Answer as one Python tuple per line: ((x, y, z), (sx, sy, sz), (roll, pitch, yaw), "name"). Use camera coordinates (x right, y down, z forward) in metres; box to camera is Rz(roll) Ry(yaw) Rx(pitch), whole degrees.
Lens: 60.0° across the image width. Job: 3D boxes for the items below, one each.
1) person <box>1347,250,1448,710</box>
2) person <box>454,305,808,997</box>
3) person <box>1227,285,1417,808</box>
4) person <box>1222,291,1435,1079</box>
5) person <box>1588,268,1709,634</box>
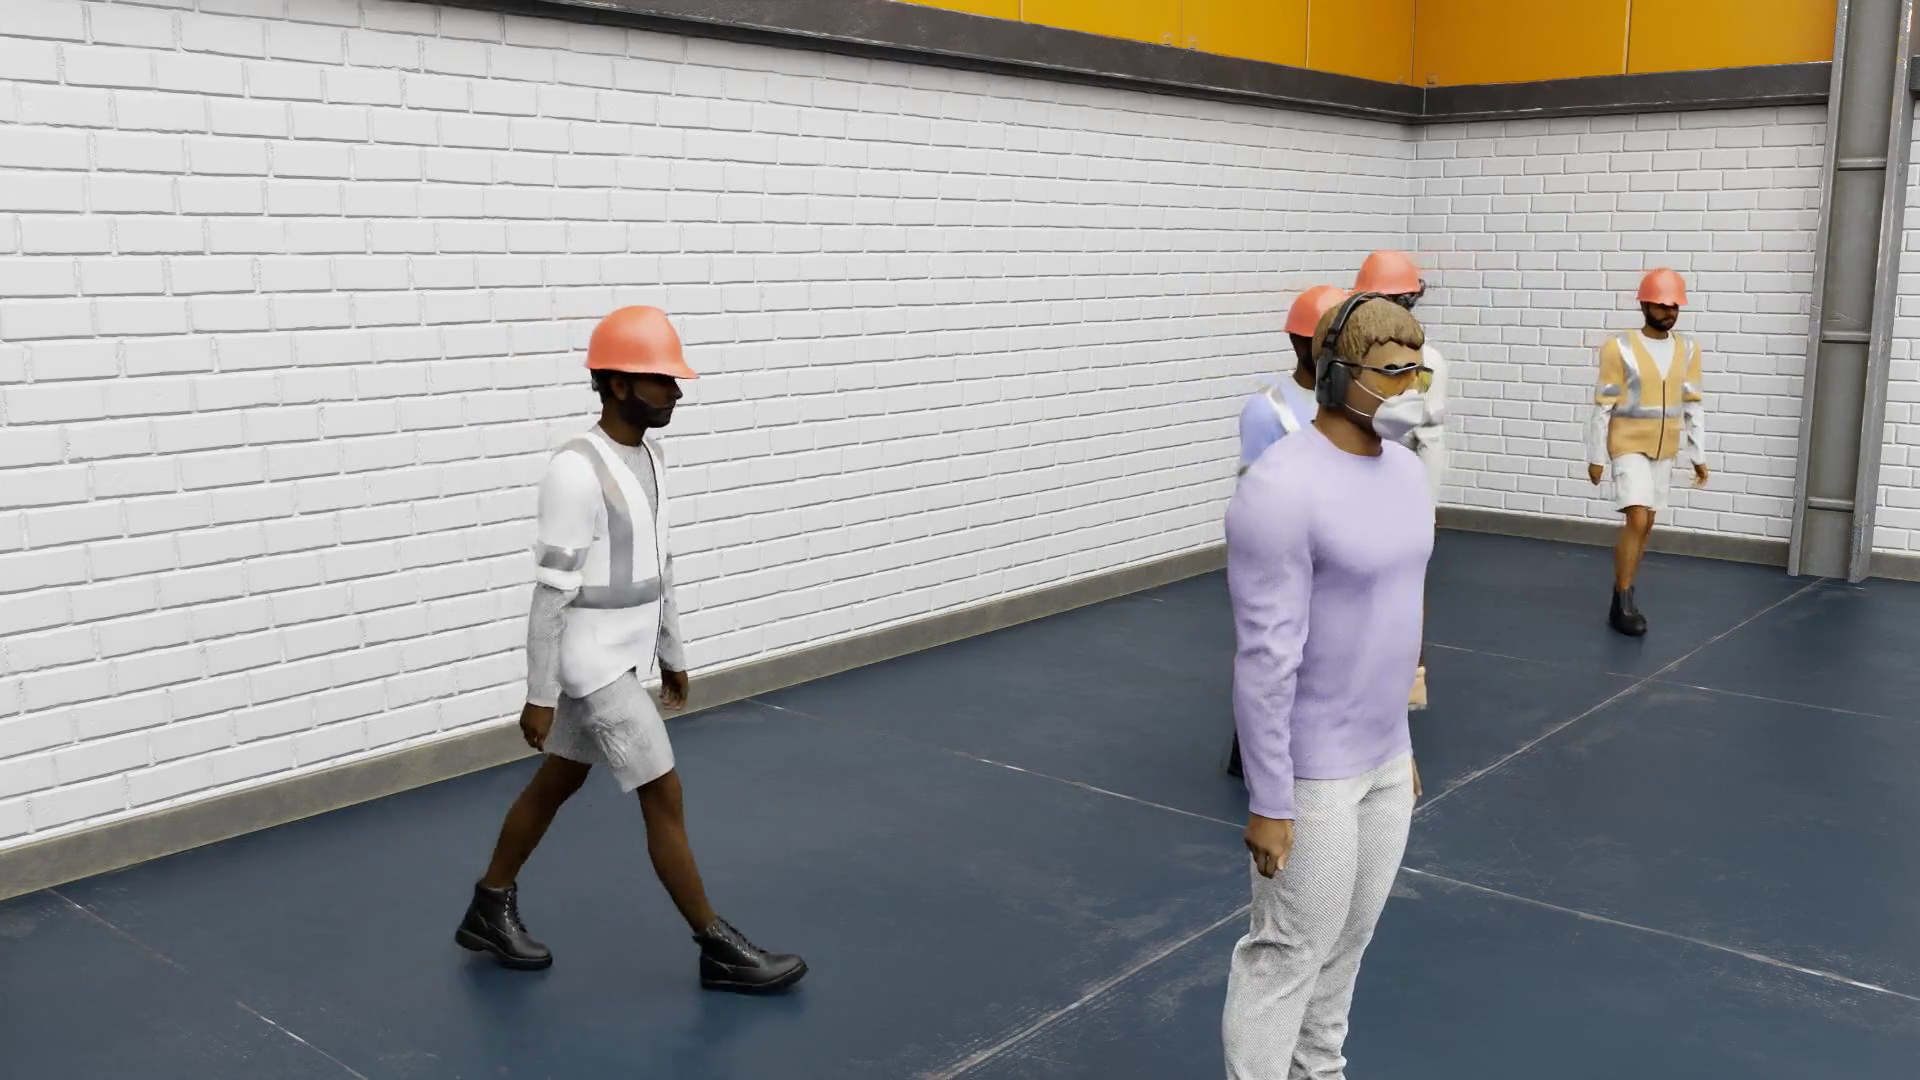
((1.726, -0.204, 7.065), (0.706, 2.030, 0.622), (-2, 10, -10), "person")
((-0.965, 0.306, 4.518), (1.046, 1.880, 0.549), (2, 10, 8), "person")
((1.304, 0.052, 5.924), (0.557, 1.885, 0.981), (-8, 13, -40), "person")
((0.767, 0.465, 3.429), (0.354, 1.936, 0.635), (8, 13, 40), "person")
((3.646, -0.458, 8.734), (0.557, 1.912, 0.669), (-2, 10, -13), "person")
